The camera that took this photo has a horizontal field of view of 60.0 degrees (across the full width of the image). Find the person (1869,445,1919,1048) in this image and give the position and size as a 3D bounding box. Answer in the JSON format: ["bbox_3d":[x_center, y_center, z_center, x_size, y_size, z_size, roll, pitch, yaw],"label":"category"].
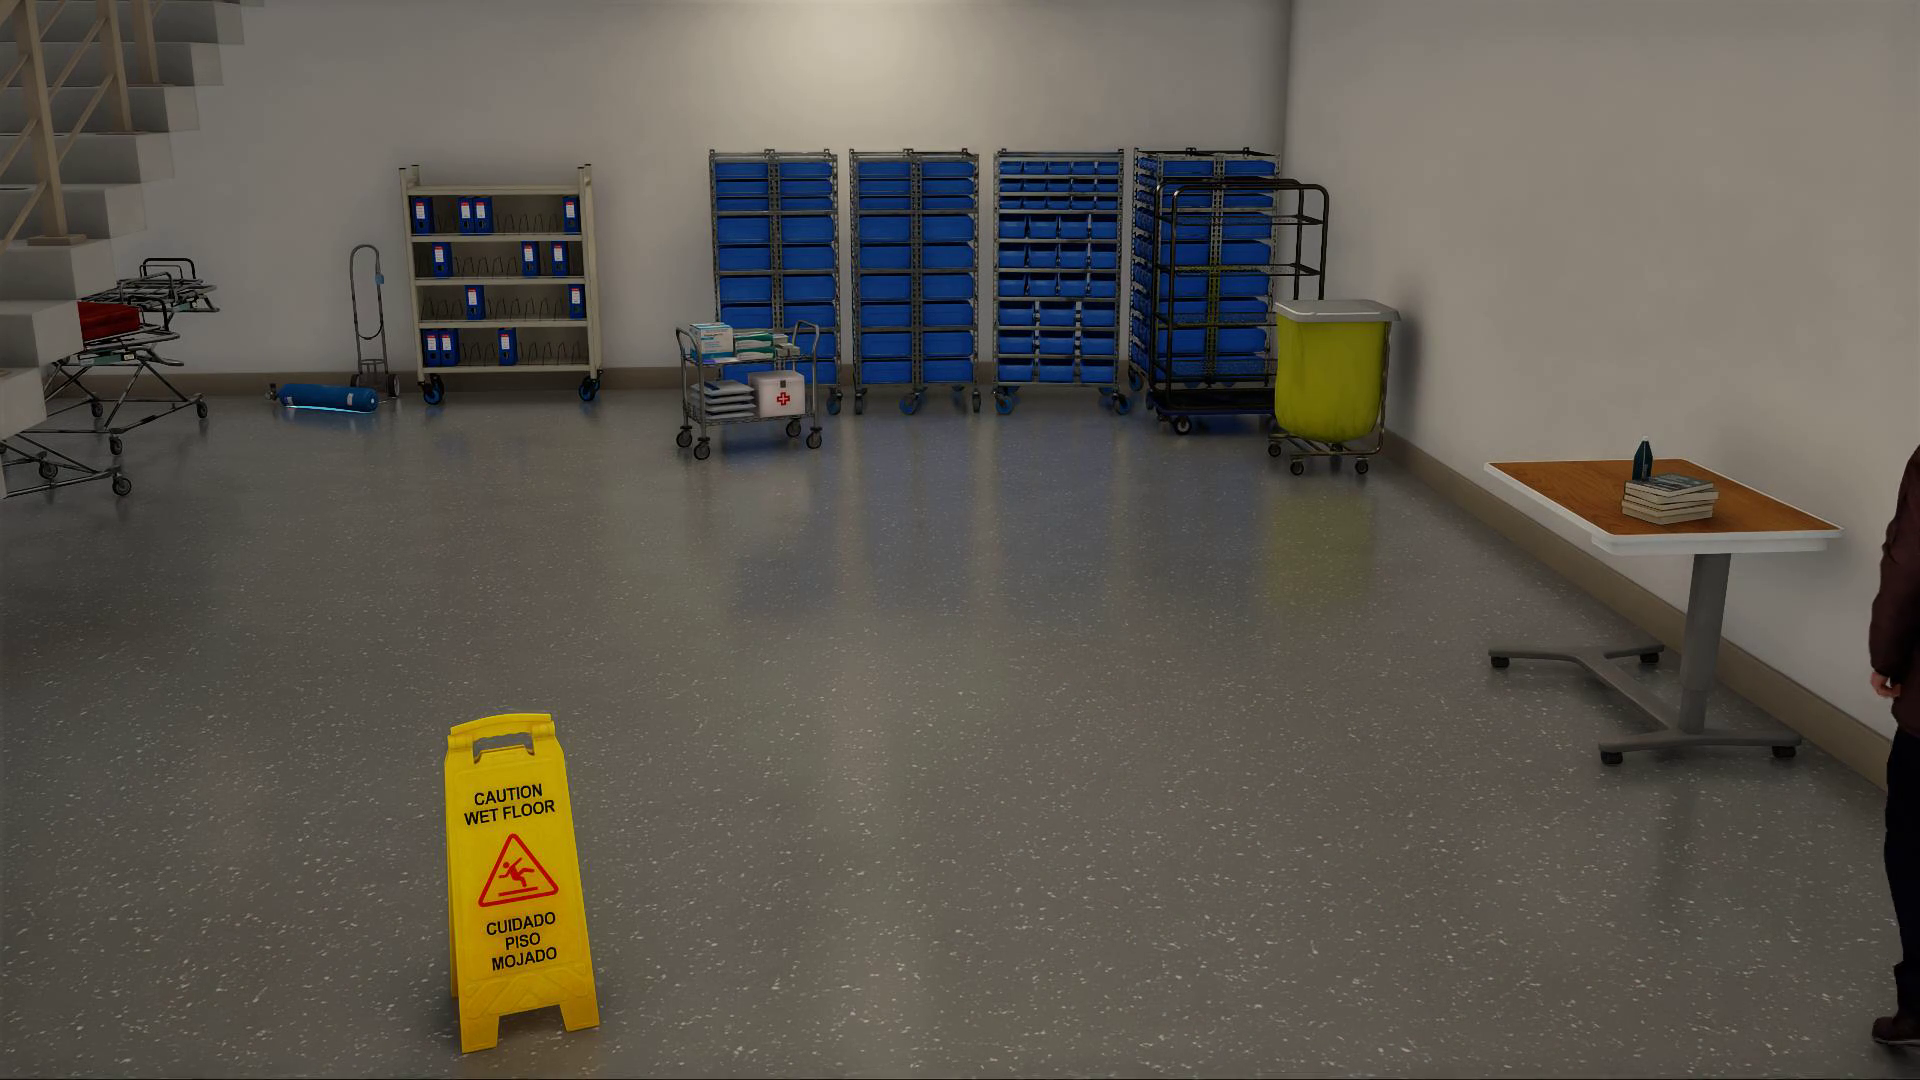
[{"bbox_3d":[2.402,0.327,3.794,0.894,1.843,0.958,4,16,13],"label":"person"}]
